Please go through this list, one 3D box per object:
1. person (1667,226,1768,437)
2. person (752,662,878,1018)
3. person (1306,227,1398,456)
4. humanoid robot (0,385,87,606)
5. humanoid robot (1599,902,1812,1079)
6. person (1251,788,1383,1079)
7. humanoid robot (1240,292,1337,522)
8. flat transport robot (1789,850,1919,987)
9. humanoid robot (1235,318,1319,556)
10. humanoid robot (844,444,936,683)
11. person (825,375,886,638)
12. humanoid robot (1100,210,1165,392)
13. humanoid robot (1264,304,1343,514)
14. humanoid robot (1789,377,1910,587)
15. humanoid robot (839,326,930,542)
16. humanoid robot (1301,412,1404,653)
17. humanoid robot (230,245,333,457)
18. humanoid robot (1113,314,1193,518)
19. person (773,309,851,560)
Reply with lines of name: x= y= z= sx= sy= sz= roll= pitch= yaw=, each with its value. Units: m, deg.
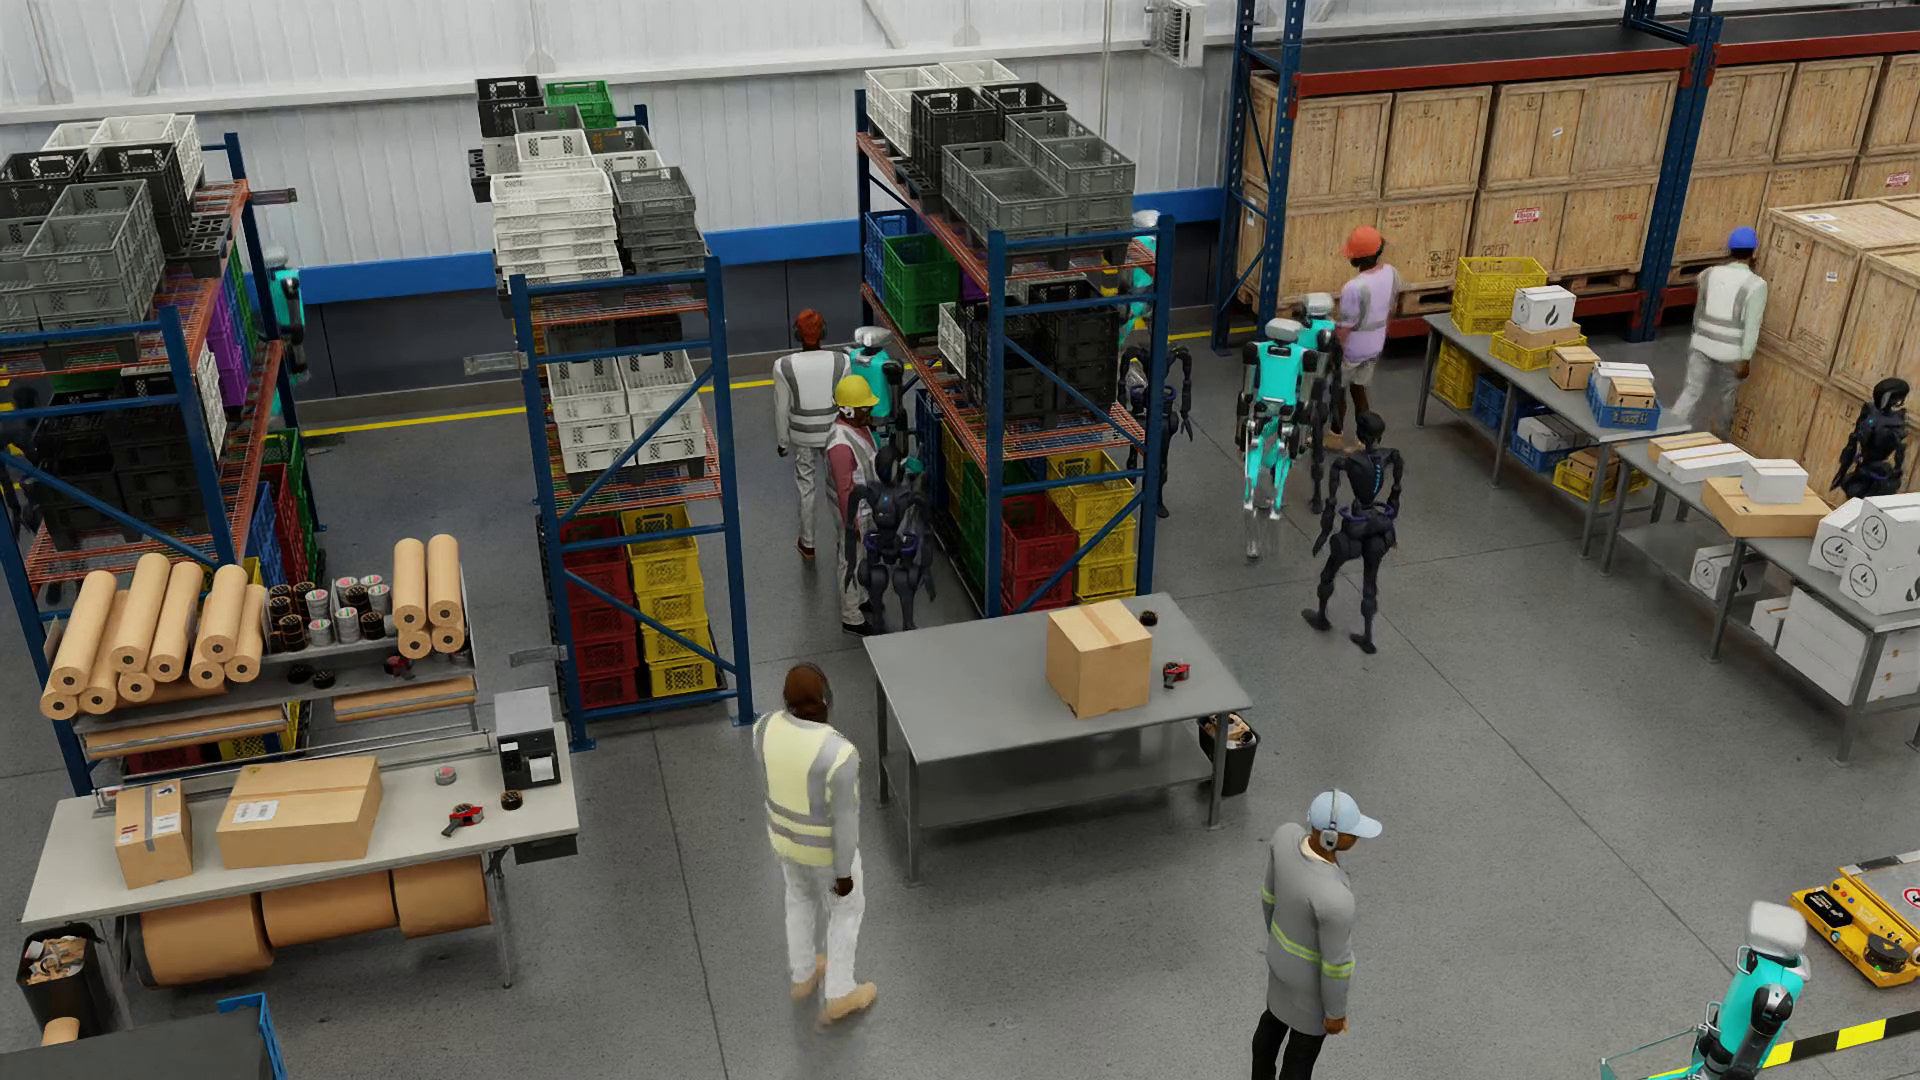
person: x=6.104 y=-1.552 z=13.325 sx=0.981 sy=1.870 sz=0.648 roll=-20 pitch=34 yaw=-31
person: x=-0.703 y=1.421 z=7.982 sx=0.653 sy=1.804 sz=0.452 roll=19 pitch=34 yaw=31
person: x=3.099 y=-1.561 z=13.205 sx=0.658 sy=1.998 sz=0.556 roll=-19 pitch=34 yaw=-30
humanoid robot: x=-6.085 y=-0.265 z=11.193 sx=0.603 sy=1.646 sz=0.437 roll=-16 pitch=33 yaw=-27
humanoid robot: x=2.859 y=2.099 z=6.677 sx=0.735 sy=1.677 sz=0.533 roll=13 pitch=31 yaw=22
person: x=1.521 y=1.834 z=7.180 sx=0.395 sy=1.850 sz=0.597 roll=-9 pitch=30 yaw=-15
humanoid robot: x=2.367 y=-0.949 z=12.413 sx=0.709 sy=1.834 sz=0.531 roll=-3 pitch=29 yaw=-6
flat transport robot: x=5.163 y=1.916 z=8.676 sx=1.431 sy=0.231 sz=0.659 roll=-8 pitch=30 yaw=-14
humanoid robot: x=2.162 y=-0.592 z=11.788 sx=0.531 sy=1.840 sz=0.793 roll=10 pitch=30 yaw=18
humanoid robot: x=-0.442 y=0.172 z=10.375 sx=0.593 sy=1.649 sz=0.369 roll=5 pitch=29 yaw=8
person: x=-0.675 y=-0.235 z=10.964 sx=0.404 sy=1.833 sz=0.585 roll=2 pitch=29 yaw=3
humanoid robot: x=1.381 y=-2.045 z=14.362 sx=1.045 sy=1.728 sz=0.537 roll=23 pitch=36 yaw=35
humanoid robot: x=2.617 y=-1.056 z=12.666 sx=0.594 sy=1.625 sz=0.598 roll=1 pitch=29 yaw=2
humanoid robot: x=6.213 y=-0.382 z=11.436 sx=0.770 sy=1.622 sz=0.610 roll=-3 pitch=29 yaw=-6
humanoid robot: x=-0.477 y=-0.788 z=11.987 sx=0.532 sy=1.725 sz=0.727 roll=19 pitch=34 yaw=31
humanoid robot: x=2.598 y=-0.089 z=10.874 sx=0.586 sy=1.637 sz=0.636 roll=-9 pitch=30 yaw=-17
humanoid robot: x=-5.581 y=-1.394 z=13.213 sx=0.901 sy=1.804 sz=0.553 roll=-17 pitch=33 yaw=-29
humanoid robot: x=1.443 y=-0.935 z=12.384 sx=0.599 sy=1.657 sz=0.315 roll=0 pitch=29 yaw=0
person: x=-1.020 y=-0.741 z=11.831 sx=0.573 sy=1.886 sz=0.361 roll=-4 pitch=29 yaw=-8
